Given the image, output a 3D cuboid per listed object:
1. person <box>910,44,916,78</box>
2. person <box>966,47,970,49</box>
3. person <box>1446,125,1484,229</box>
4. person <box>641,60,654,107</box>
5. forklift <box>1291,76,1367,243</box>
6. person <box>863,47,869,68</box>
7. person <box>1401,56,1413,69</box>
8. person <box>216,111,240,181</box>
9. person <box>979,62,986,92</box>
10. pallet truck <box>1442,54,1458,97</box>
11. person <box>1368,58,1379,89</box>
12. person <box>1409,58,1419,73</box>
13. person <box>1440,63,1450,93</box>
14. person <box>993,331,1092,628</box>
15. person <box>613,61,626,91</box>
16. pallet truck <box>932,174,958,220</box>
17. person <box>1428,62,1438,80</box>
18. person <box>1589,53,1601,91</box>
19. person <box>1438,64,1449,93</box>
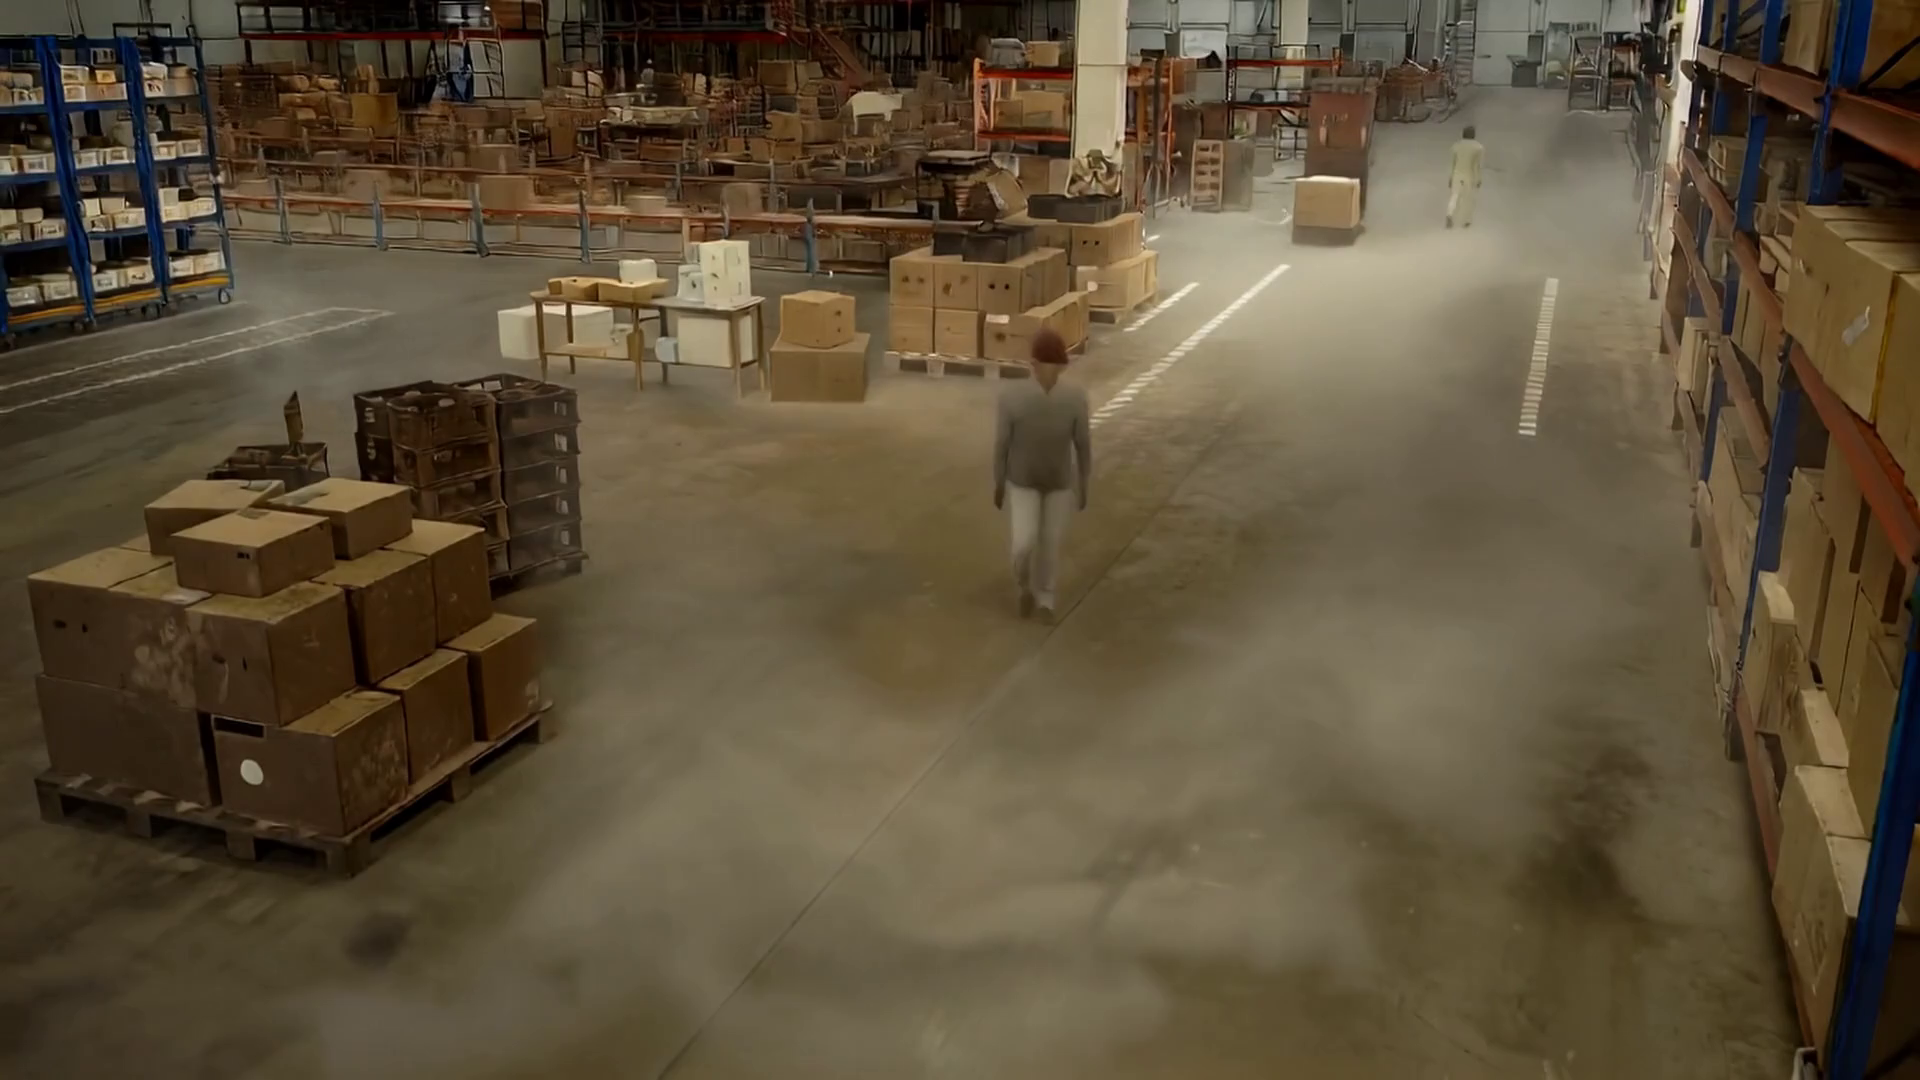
[{"bbox_3d":[-2.863,-29.044,100.868,0.393,1.985,0.611,-2,18,-6],"label":"person"},{"bbox_3d":[0.511,-27.593,96.417,0.381,1.918,0.585,15,23,39],"label":"person"},{"bbox_3d":[9.315,-6.701,30.777,0.633,1.919,0.738,12,21,34],"label":"person"},{"bbox_3d":[-12.557,-18.215,66.764,0.407,2.036,0.612,14,23,38],"label":"person"},{"bbox_3d":[6.598,-6.755,29.381,1.129,2.768,1.873,6,19,19],"label":"forklift"},{"bbox_3d":[-5.714,-28.749,100.172,0.429,1.841,0.633,7,19,21],"label":"person"},{"bbox_3d":[21.353,-22.203,79.611,0.631,1.839,0.428,-3,18,-10],"label":"person"},{"bbox_3d":[-16.584,-8.822,37.688,0.330,1.765,0.533,-11,21,-31],"label":"person"},{"bbox_3d":[0.836,-17.940,65.961,0.381,1.994,0.619,-2,18,-7],"label":"person"},{"bbox_3d":[22.765,-21.886,78.355,0.823,1.965,1.885,-4,18,-14],"label":"pallet truck"},{"bbox_3d":[20.866,-23.515,83.997,0.533,1.669,0.704,-11,21,-32],"label":"person"},{"bbox_3d":[20.234,-20.572,74.374,0.689,1.905,0.462,-16,24,-41],"label":"person"},{"bbox_3d":[20.096,-18.788,68.841,0.332,1.865,0.520,-10,20,-29],"label":"person"},{"bbox_3d":[0.544,-0.380,10.804,0.646,1.980,0.434,-3,18,-9],"label":"person"},{"bbox_3d":[-14.612,-19.605,71.388,0.446,1.870,0.602,10,20,29],"label":"person"},{"bbox_3d":[-0.507,-5.292,27.348,0.653,1.274,1.630,6,19,19],"label":"pallet truck"},{"bbox_3d":[20.082,-19.314,70.525,1.107,1.852,0.634,7,19,21],"label":"person"},{"bbox_3d":[31.660,-23.316,82.987,0.589,1.909,0.410,6,19,19],"label":"person"},{"bbox_3d":[21.136,-19.924,72.685,0.511,1.691,0.919,-11,21,-32],"label":"person"}]
